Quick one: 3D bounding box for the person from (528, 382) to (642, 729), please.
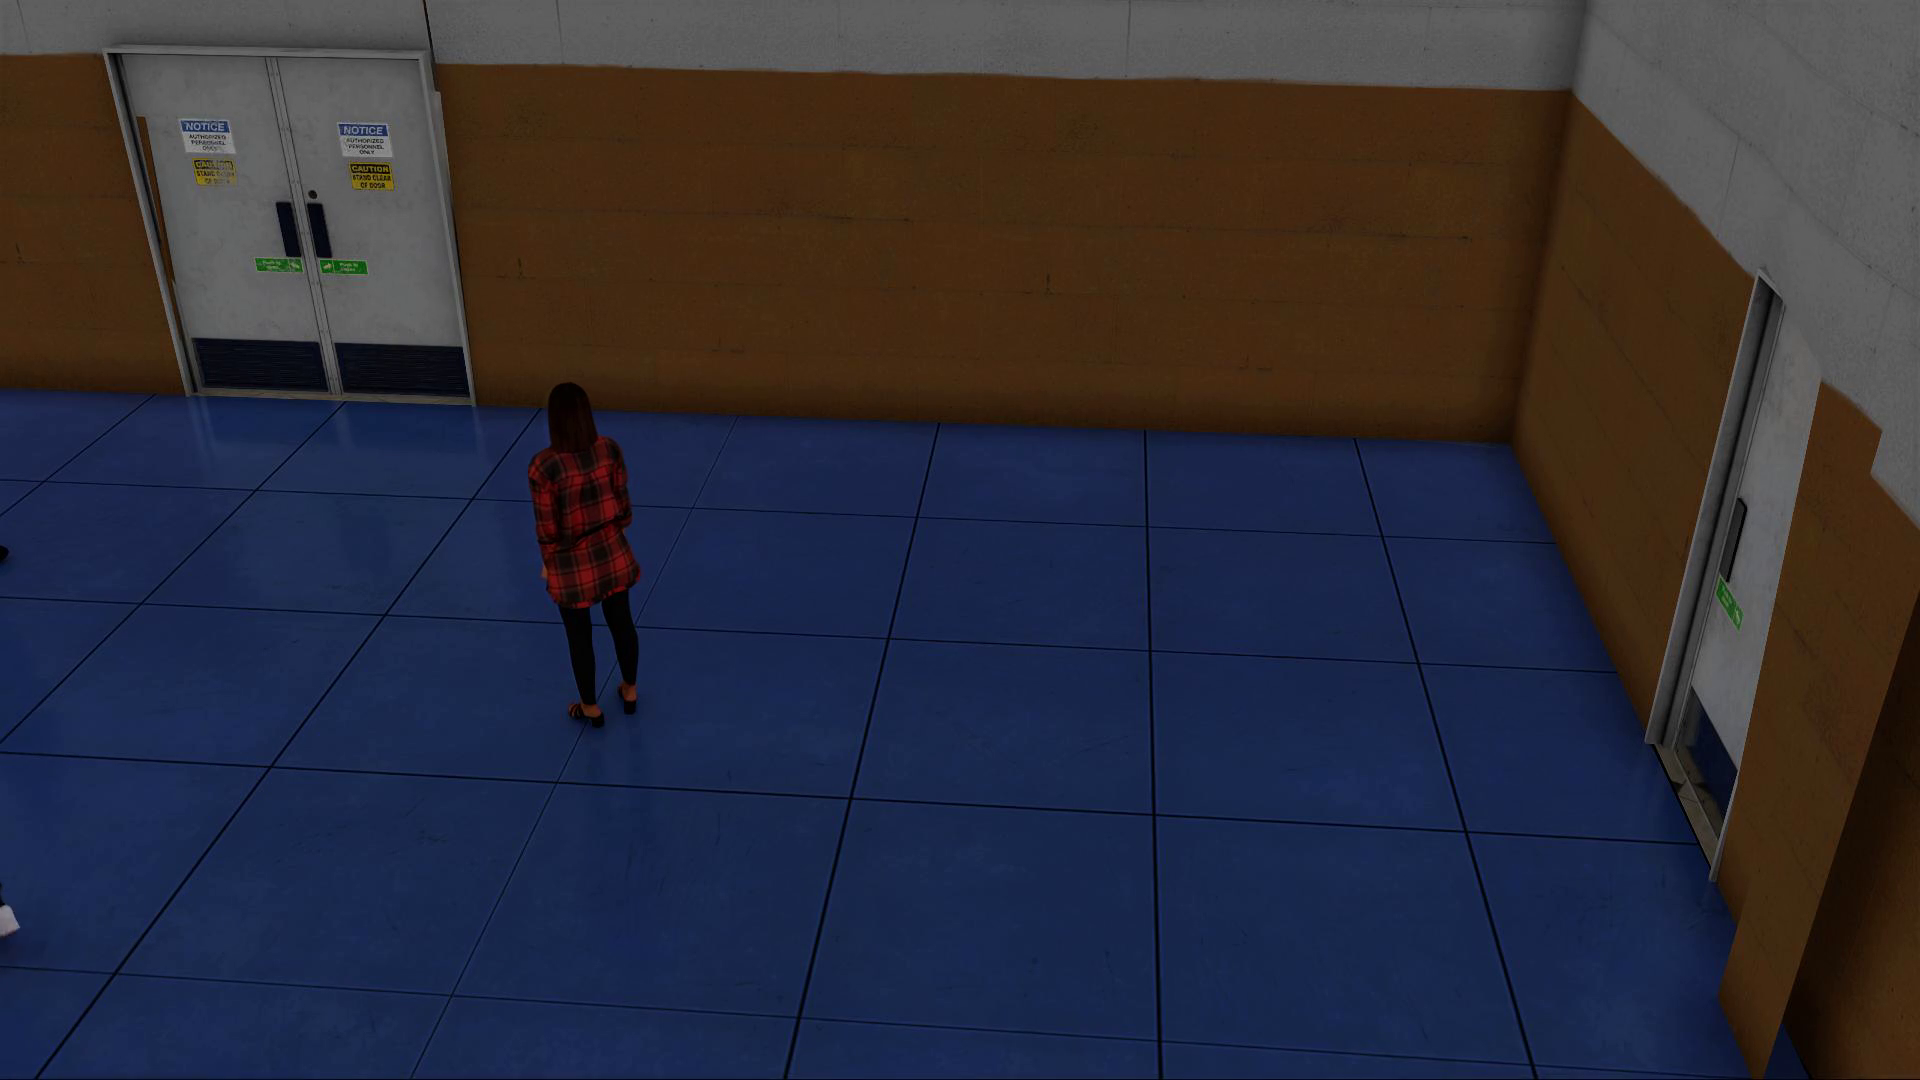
[{"bbox_3d":[-1.682,0.075,7.517,0.698,1.704,0.748,-20,34,-32],"label":"person"}]
